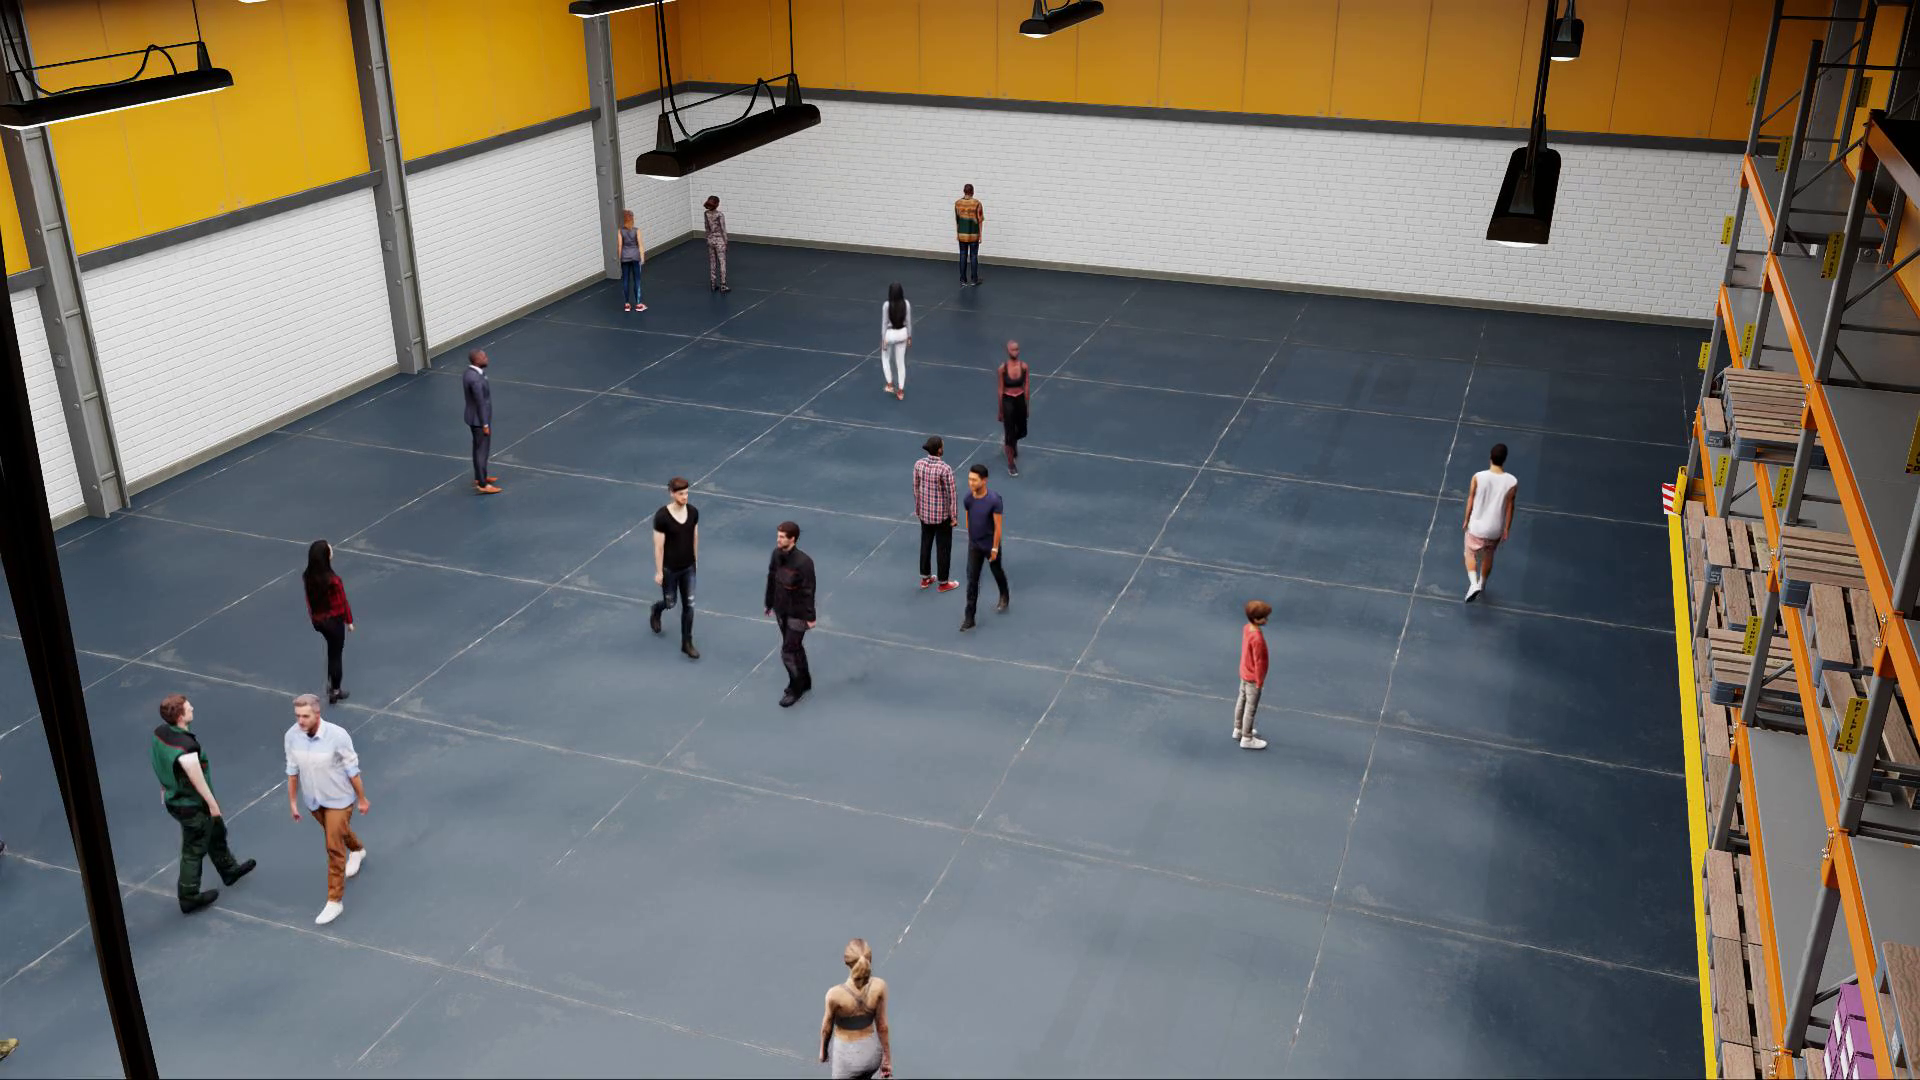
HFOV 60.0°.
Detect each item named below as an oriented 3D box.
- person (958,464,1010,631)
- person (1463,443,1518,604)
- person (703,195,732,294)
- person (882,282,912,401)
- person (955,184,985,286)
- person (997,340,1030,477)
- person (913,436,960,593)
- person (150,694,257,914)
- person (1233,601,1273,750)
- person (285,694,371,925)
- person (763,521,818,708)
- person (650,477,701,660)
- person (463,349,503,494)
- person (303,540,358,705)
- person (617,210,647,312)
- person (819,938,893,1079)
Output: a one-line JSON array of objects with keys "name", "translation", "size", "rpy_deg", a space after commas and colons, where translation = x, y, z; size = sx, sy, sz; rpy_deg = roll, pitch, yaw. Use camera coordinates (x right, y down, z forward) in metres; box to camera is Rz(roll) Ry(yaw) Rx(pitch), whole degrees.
[{"name": "person", "translation": [0.316, 0.031, 17.287], "size": [0.752, 1.743, 1.204], "rpy_deg": [12, 26, 25]}, {"name": "person", "translation": [5.571, -0.131, 17.625], "size": [0.721, 1.770, 0.947], "rpy_deg": [5, 24, 11]}, {"name": "person", "translation": [-4.311, -5.237, 29.377], "size": [0.608, 1.713, 0.608], "rpy_deg": [13, 27, 27]}, {"name": "person", "translation": [-0.905, -2.850, 23.920], "size": [0.804, 1.709, 0.870], "rpy_deg": [-7, 24, -15]}, {"name": "person", "translation": [0.153, -5.487, 29.830], "size": [0.686, 1.807, 0.645], "rpy_deg": [7, 25, 16]}, {"name": "person", "translation": [0.660, -1.741, 21.334], "size": [0.862, 1.748, 0.981], "rpy_deg": [-6, 24, -13]}, {"name": "person", "translation": [-0.264, -0.299, 18.019], "size": [0.747, 1.761, 0.658], "rpy_deg": [15, 28, 30]}, {"name": "person", "translation": [-5.923, 2.025, 12.634], "size": [0.835, 1.817, 1.003], "rpy_deg": [19, 30, 36]}, {"name": "person", "translation": [2.627, 1.200, 15.019], "size": [0.648, 1.417, 0.547], "rpy_deg": [-4, 24, -9]}, {"name": "person", "translation": [-4.844, 1.948, 12.855], "size": [0.837, 1.779, 1.221], "rpy_deg": [4, 24, 9]}, {"name": "person", "translation": [-1.507, 0.653, 15.762], "size": [0.911, 1.824, 0.882], "rpy_deg": [-19, 30, -37]}, {"name": "person", "translation": [-2.882, 0.232, 16.669], "size": [1.156, 1.869, 1.129], "rpy_deg": [-15, 28, -30]}, {"name": "person", "translation": [-5.979, -1.494, 20.687], "size": [0.850, 1.814, 0.772], "rpy_deg": [-9, 25, -19]}, {"name": "person", "translation": [-5.984, 0.811, 15.623], "size": [0.609, 1.647, 0.553], "rpy_deg": [10, 26, 22]}, {"name": "person", "translation": [-5.603, -4.756, 28.262], "size": [0.666, 1.724, 0.671], "rpy_deg": [0, 24, 0]}, {"name": "person", "translation": [-0.600, 3.222, 10.076], "size": [1.060, 1.672, 1.107], "rpy_deg": [-12, 26, -25]}]
